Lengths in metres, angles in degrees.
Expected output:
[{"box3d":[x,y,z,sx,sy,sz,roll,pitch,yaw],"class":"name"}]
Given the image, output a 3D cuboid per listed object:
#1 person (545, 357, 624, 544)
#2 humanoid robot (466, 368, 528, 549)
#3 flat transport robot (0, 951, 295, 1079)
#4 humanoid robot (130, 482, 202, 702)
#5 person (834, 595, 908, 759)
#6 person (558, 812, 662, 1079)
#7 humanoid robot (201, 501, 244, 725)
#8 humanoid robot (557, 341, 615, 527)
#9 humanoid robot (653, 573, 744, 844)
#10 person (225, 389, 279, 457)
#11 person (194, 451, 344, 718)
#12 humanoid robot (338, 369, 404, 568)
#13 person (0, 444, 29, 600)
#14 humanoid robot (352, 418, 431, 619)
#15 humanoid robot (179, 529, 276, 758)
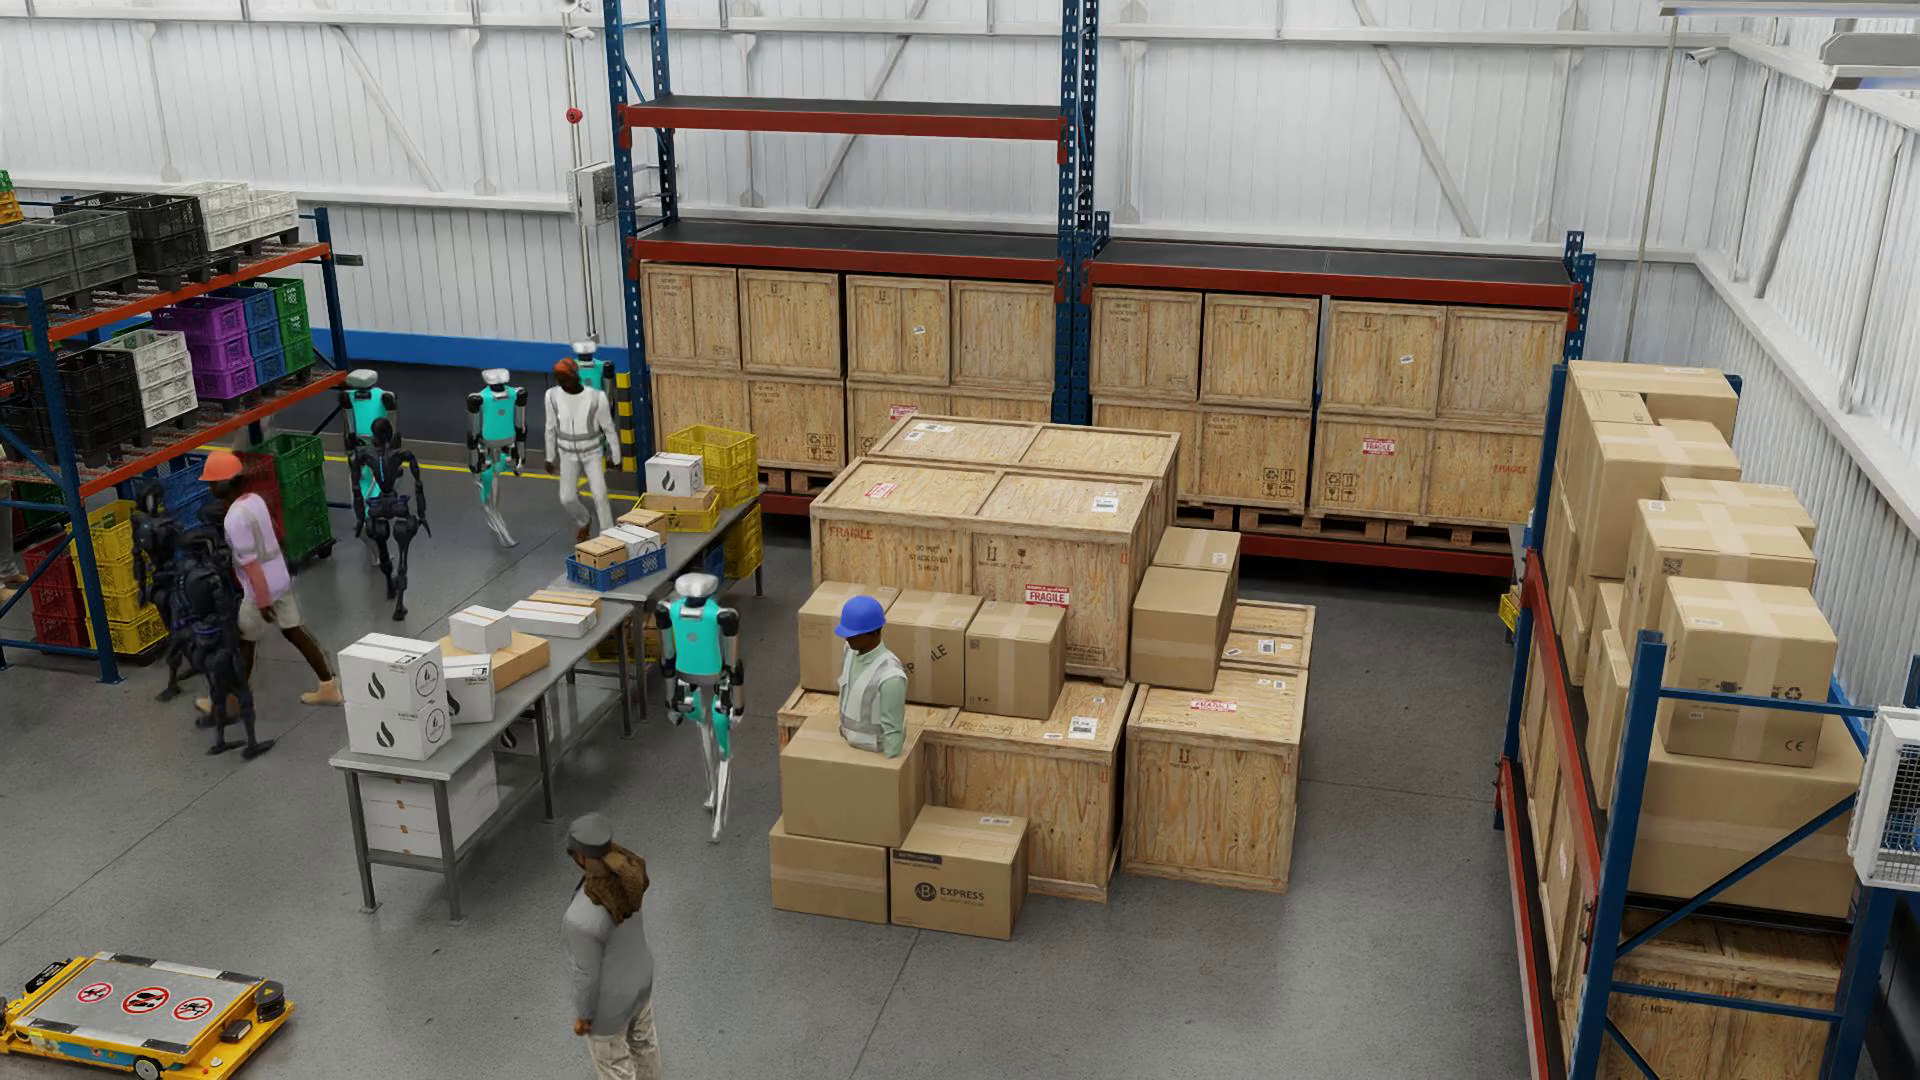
[{"box3d":[-3.332,-0.751,14.779,0.730,1.861,0.472,2,21,5],"class":"person"},{"box3d":[-4.214,-0.759,14.968,0.541,1.721,1.001,-14,25,-31],"class":"humanoid robot"},{"box3d":[-4.270,2.464,8.601,1.431,0.231,0.659,5,22,13],"class":"flat transport robot"},{"box3d":[-5.807,0.352,12.172,0.591,1.633,0.627,7,22,19],"class":"humanoid robot"},{"box3d":[-0.514,1.206,9.558,0.411,1.939,0.602,-11,24,-26],"class":"person"},{"box3d":[-1.591,2.042,7.608,0.404,1.762,0.565,7,22,17],"class":"person"},{"box3d":[-5.228,0.502,11.779,0.383,1.638,0.609,-13,25,-31],"class":"humanoid robot"},{"box3d":[-3.534,-1.026,15.701,0.580,1.800,0.816,-8,22,-20],"class":"humanoid robot"},{"box3d":[-1.554,0.971,10.477,0.539,1.783,0.874,4,21,10],"class":"humanoid robot"},{"box3d":[-6.899,-1.129,15.867,0.835,1.784,0.633,-6,22,-15],"class":"person"},{"box3d":[-5.008,0.324,11.828,1.024,1.971,0.612,-1,21,-2],"class":"person"},{"box3d":[-5.165,-0.539,14.405,0.547,1.794,0.740,5,21,12],"class":"humanoid robot"},{"box3d":[-8.120,-0.405,13.923,0.431,1.836,0.617,-3,21,-7],"class":"person"},{"box3d":[-4.672,-0.214,13.679,0.610,1.624,0.762,-3,21,-9],"class":"humanoid robot"},{"box3d":[-5.030,0.689,11.265,0.589,1.655,0.379,17,26,37],"class":"humanoid robot"}]
